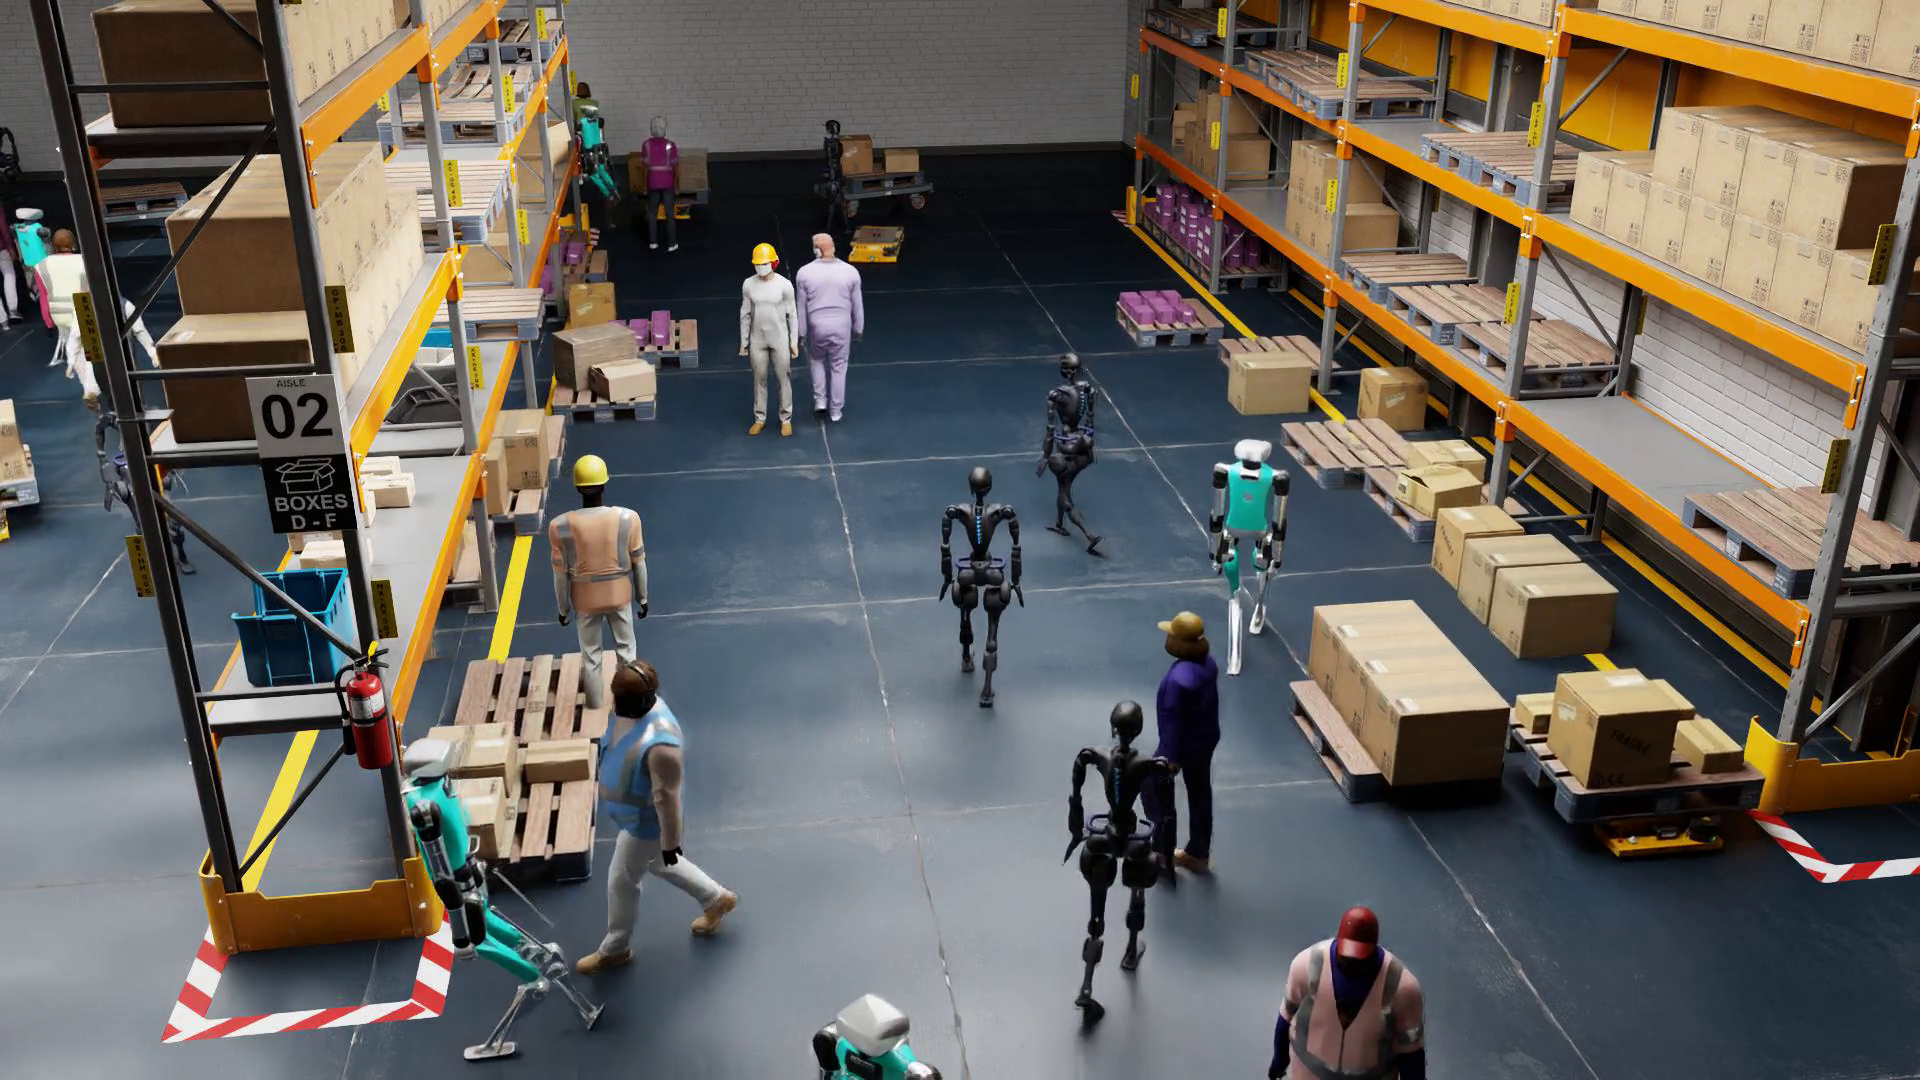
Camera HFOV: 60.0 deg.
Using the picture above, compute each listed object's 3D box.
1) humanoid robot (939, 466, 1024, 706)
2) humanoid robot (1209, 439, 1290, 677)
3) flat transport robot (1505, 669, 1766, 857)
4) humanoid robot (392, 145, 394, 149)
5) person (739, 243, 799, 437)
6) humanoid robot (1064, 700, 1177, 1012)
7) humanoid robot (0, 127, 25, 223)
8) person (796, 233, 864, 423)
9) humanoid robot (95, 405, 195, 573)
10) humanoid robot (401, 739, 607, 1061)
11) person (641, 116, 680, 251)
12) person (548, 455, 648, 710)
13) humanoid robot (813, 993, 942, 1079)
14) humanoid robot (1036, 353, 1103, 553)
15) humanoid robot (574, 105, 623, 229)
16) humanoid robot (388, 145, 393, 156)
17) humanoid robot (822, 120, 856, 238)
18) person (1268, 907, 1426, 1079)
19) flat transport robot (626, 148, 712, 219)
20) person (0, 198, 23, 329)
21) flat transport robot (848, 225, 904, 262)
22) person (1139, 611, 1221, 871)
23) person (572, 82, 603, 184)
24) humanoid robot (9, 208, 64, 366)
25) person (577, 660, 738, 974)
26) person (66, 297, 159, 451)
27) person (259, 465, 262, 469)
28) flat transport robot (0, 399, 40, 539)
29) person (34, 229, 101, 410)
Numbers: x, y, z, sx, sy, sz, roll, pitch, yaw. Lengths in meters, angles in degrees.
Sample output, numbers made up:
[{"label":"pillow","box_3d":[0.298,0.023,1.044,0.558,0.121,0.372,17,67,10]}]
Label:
[{"label":"humanoid robot","box_3d":[0.146,0.262,11.370,0.586,1.627,0.752,1,24,3]},{"label":"humanoid robot","box_3d":[2.081,0.011,11.895,0.533,1.771,1.021,7,25,15]},{"label":"flat transport robot","box_3d":[4.039,1.478,10.310,0.659,0.231,1.431,-3,24,-7]},{"label":"humanoid robot","box_3d":[-7.251,-4.692,22.561,0.550,1.800,0.746,3,24,7]},{"label":"person","box_3d":[-1.842,-1.928,16.049,0.581,1.894,0.357,3,24,6]},{"label":"humanoid robot","box_3d":[0.784,1.587,8.371,0.601,1.640,0.727,7,25,16]},{"label":"humanoid robot","box_3d":[-14.102,-5.489,24.457,0.414,1.645,0.593,19,30,36]},{"label":"person","box_3d":[-1.284,-2.104,16.465,0.670,1.878,0.526,-3,24,-6]},{"label":"humanoid robot","box_3d":[-6.395,-0.481,13.009,0.609,1.649,0.357,-18,29,-35]},{"label":"humanoid robot","box_3d":[-2.118,1.763,7.940,0.864,1.854,0.549,-5,24,-12]},{"label":"person","box_3d":[-4.126,-4.898,22.906,0.531,1.830,0.409,-3,24,-7]},{"label":"person","box_3d":[-2.322,0.369,10.779,0.592,1.922,0.378,-7,25,-16]},{"label":"humanoid robot","box_3d":[-0.422,2.544,6.063,0.546,1.767,0.824,16,28,32]},{"label":"humanoid robot","box_3d":[0.950,-0.726,13.640,0.609,1.643,0.725,-21,31,-39]},{"label":"humanoid robot","box_3d":[-5.177,-5.357,24.092,0.763,1.788,0.536,19,30,37]},{"label":"humanoid robot","box_3d":[-8.334,-5.711,24.956,0.597,1.642,0.655,12,26,24]},{"label":"humanoid robot","box_3d":[-1.713,-5.109,23.569,0.559,1.642,0.586,3,24,6]},{"label":"person","box_3d":[1.590,2.205,6.857,0.622,1.715,0.890,7,25,16]},{"label":"flat transport robot","box_3d":[-4.399,-5.118,25.339,0.659,0.231,1.431,-2,24,-4]},{"label":"person","box_3d":[-11.356,-3.443,19.449,0.530,1.932,0.575,-11,26,-24]},{"label":"flat transport robot","box_3d":[-1.148,-4.101,23.021,0.659,0.231,1.431,1,24,2]},{"label":"person","box_3d":[1.231,1.139,9.403,0.525,1.604,0.491,16,28,32]},{"label":"person","box_3d":[-6.081,-6.618,27.066,0.510,1.625,0.294,-2,24,-4]},{"label":"humanoid robot","box_3d":[-9.858,-2.860,18.402,0.537,1.771,0.978,9,25,20]},{"label":"person","box_3d":[-1.601,1.398,8.592,0.852,1.801,0.629,-9,25,-20]},{"label":"person","box_3d":[-7.992,-1.681,15.677,0.788,1.741,0.553,-9,25,-20]},{"label":"person","box_3d":[-6.720,-1.455,15.199,0.820,1.708,0.574,12,26,25]},{"label":"flat transport robot","box_3d":[-8.584,-0.268,14.289,0.659,0.231,1.431,-13,27,-27]},{"label":"person","box_3d":[-8.938,-2.208,16.815,0.644,1.804,0.808,-4,24,-8]}]
